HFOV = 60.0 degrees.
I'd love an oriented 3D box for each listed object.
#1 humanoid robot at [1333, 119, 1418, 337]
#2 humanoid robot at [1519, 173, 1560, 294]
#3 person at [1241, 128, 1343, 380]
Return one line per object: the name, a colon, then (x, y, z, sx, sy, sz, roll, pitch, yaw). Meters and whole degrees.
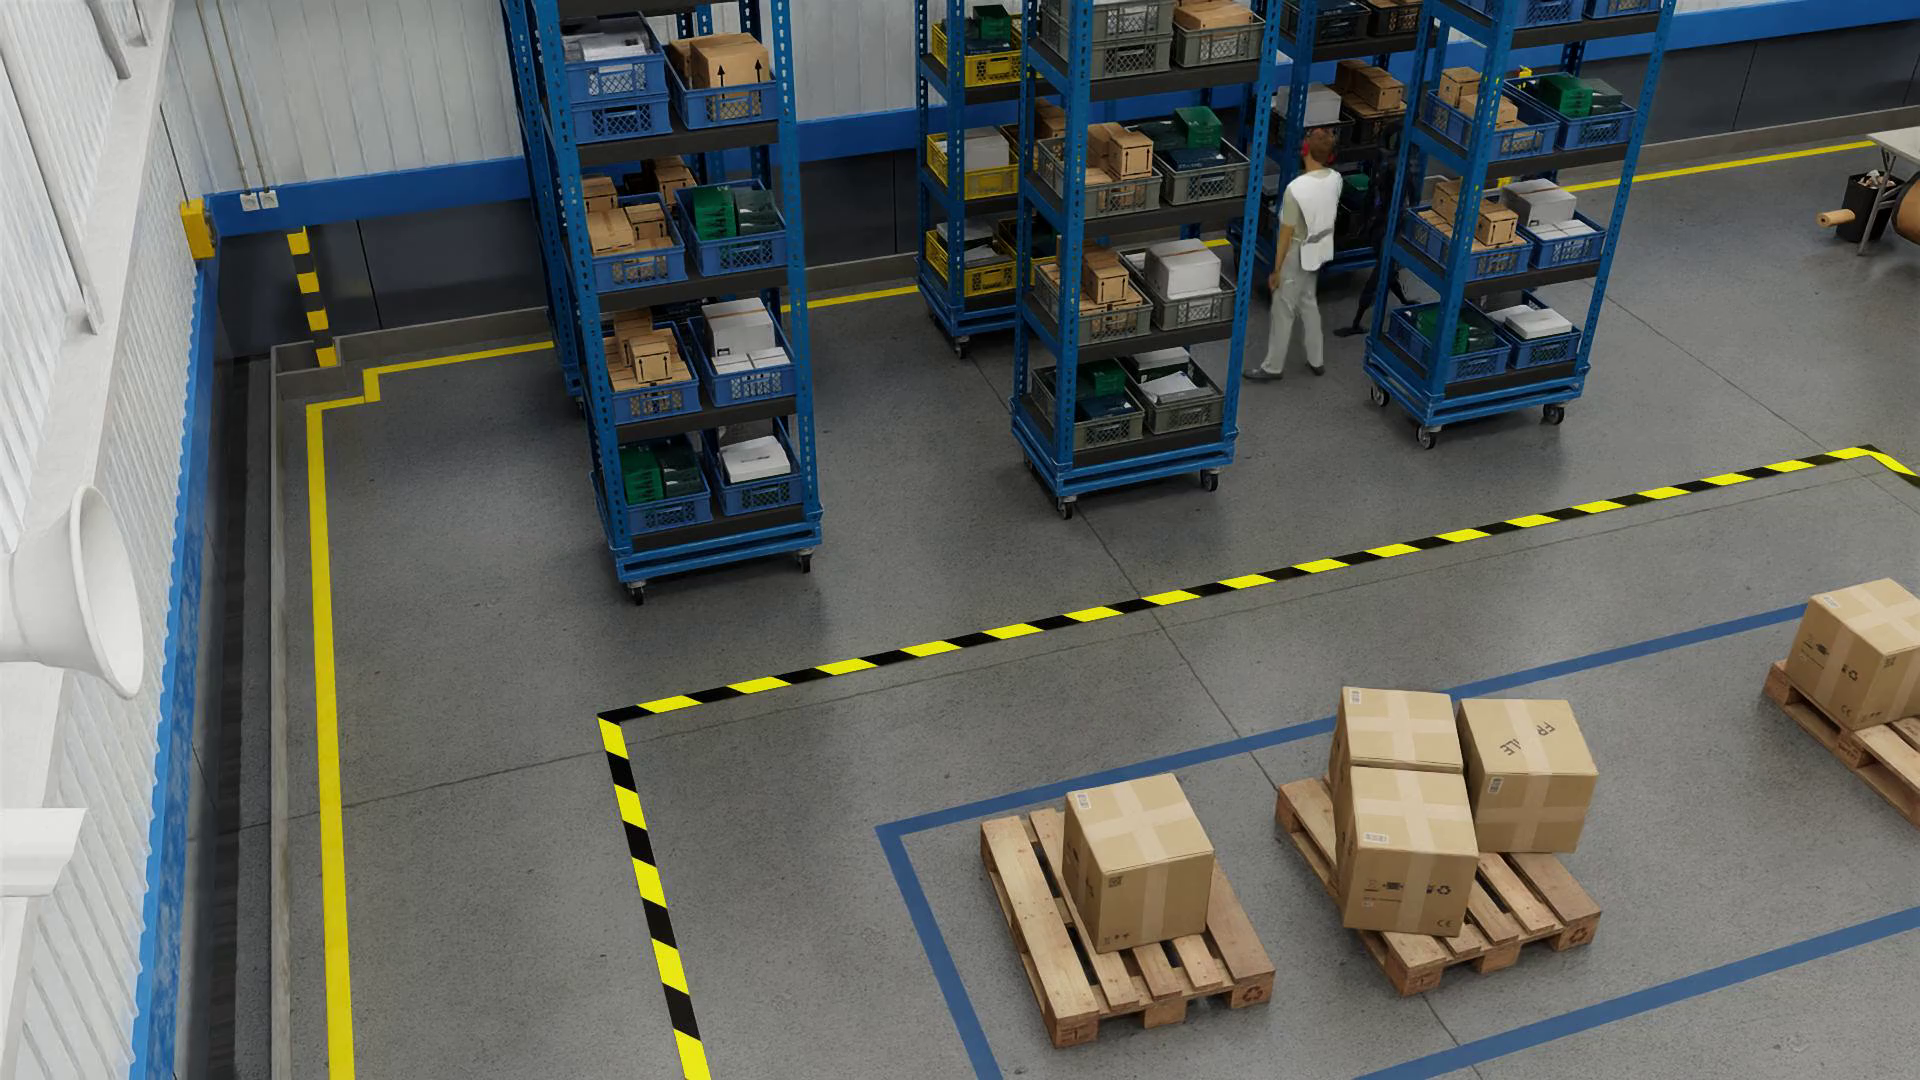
humanoid robot: (3.160, -2.281, 12.110, 0.761, 1.631, 0.611, -12, 37, -17)
humanoid robot: (3.992, -2.060, 11.748, 0.342, 1.644, 0.610, -1, 35, -1)
person: (2.359, -1.916, 11.432, 0.456, 1.814, 0.661, 27, 43, 32)
